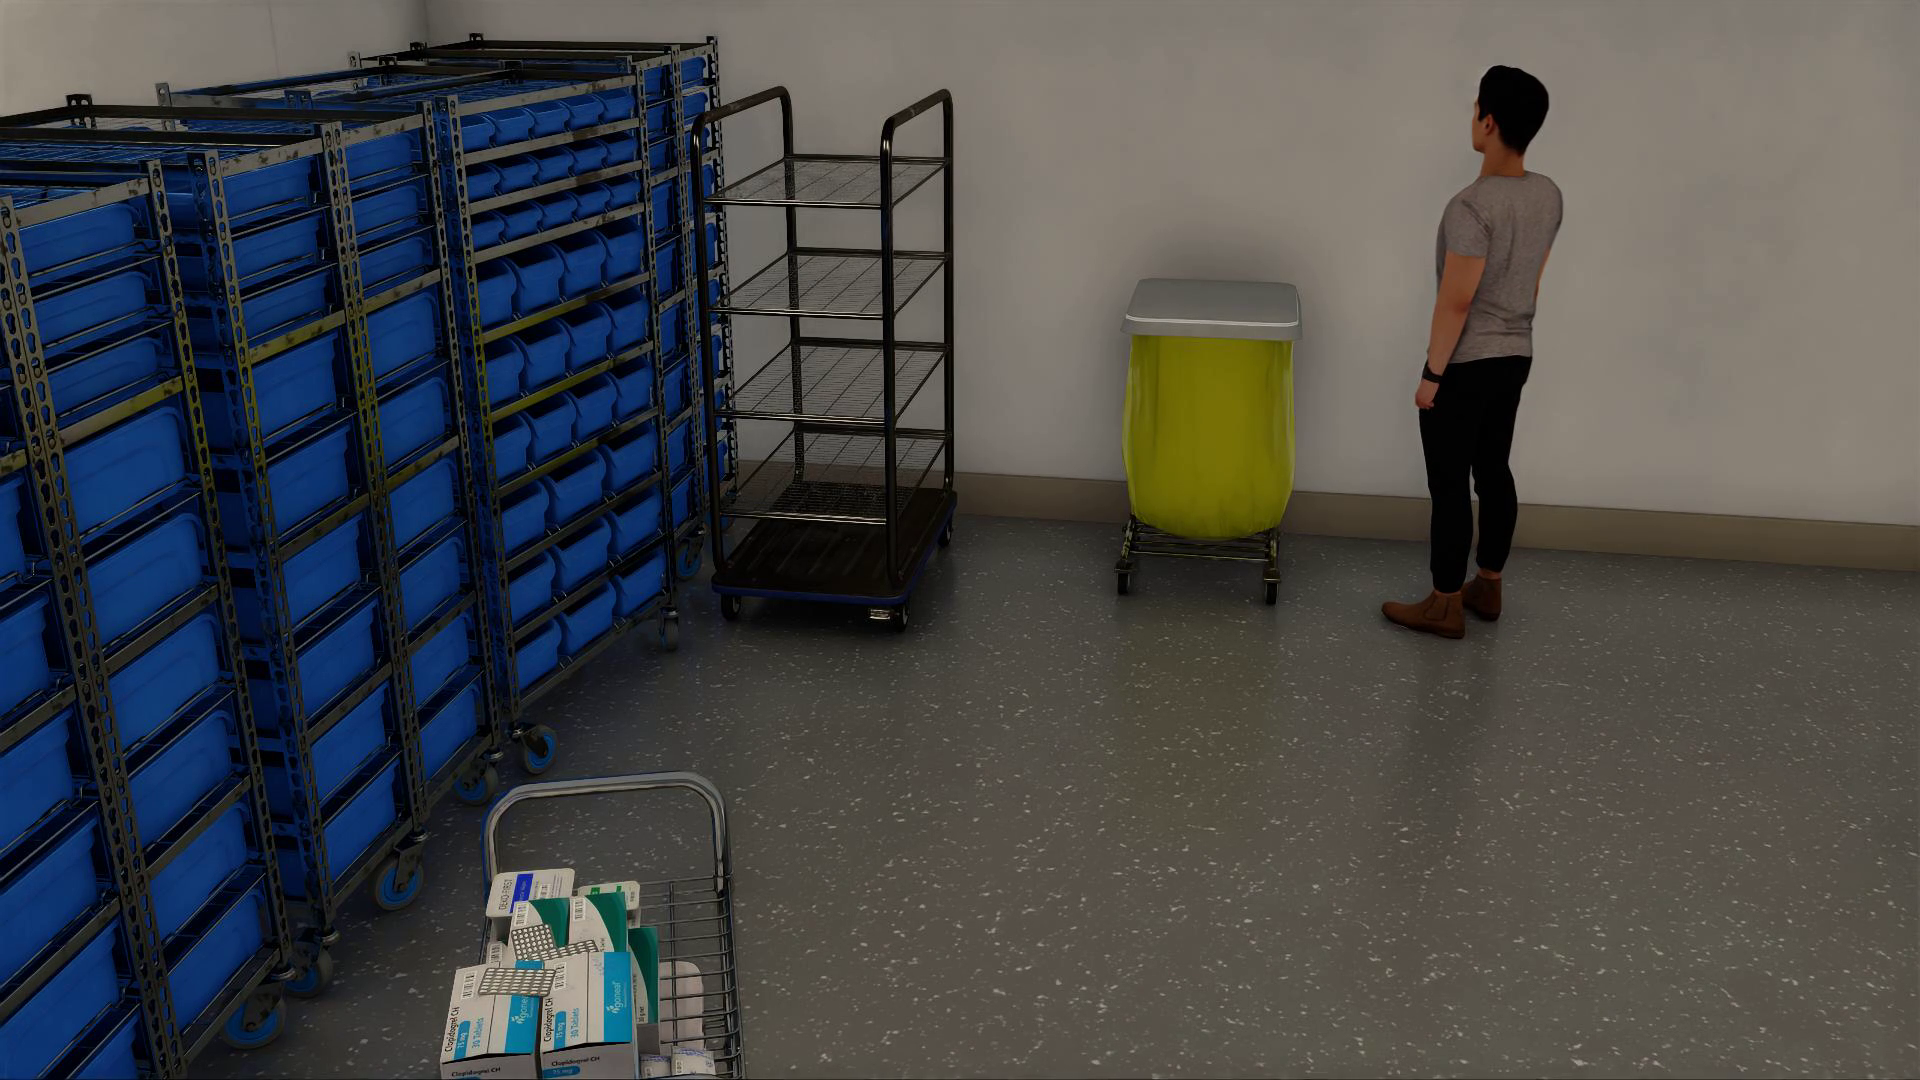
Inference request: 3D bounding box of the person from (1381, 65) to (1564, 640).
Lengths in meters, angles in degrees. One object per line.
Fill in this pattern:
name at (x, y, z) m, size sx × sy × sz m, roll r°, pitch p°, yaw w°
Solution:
person at (1.575, -0.552, 5.039) m, size 0.682 × 1.724 × 0.738 m, roll -14°, pitch 25°, yaw -33°
